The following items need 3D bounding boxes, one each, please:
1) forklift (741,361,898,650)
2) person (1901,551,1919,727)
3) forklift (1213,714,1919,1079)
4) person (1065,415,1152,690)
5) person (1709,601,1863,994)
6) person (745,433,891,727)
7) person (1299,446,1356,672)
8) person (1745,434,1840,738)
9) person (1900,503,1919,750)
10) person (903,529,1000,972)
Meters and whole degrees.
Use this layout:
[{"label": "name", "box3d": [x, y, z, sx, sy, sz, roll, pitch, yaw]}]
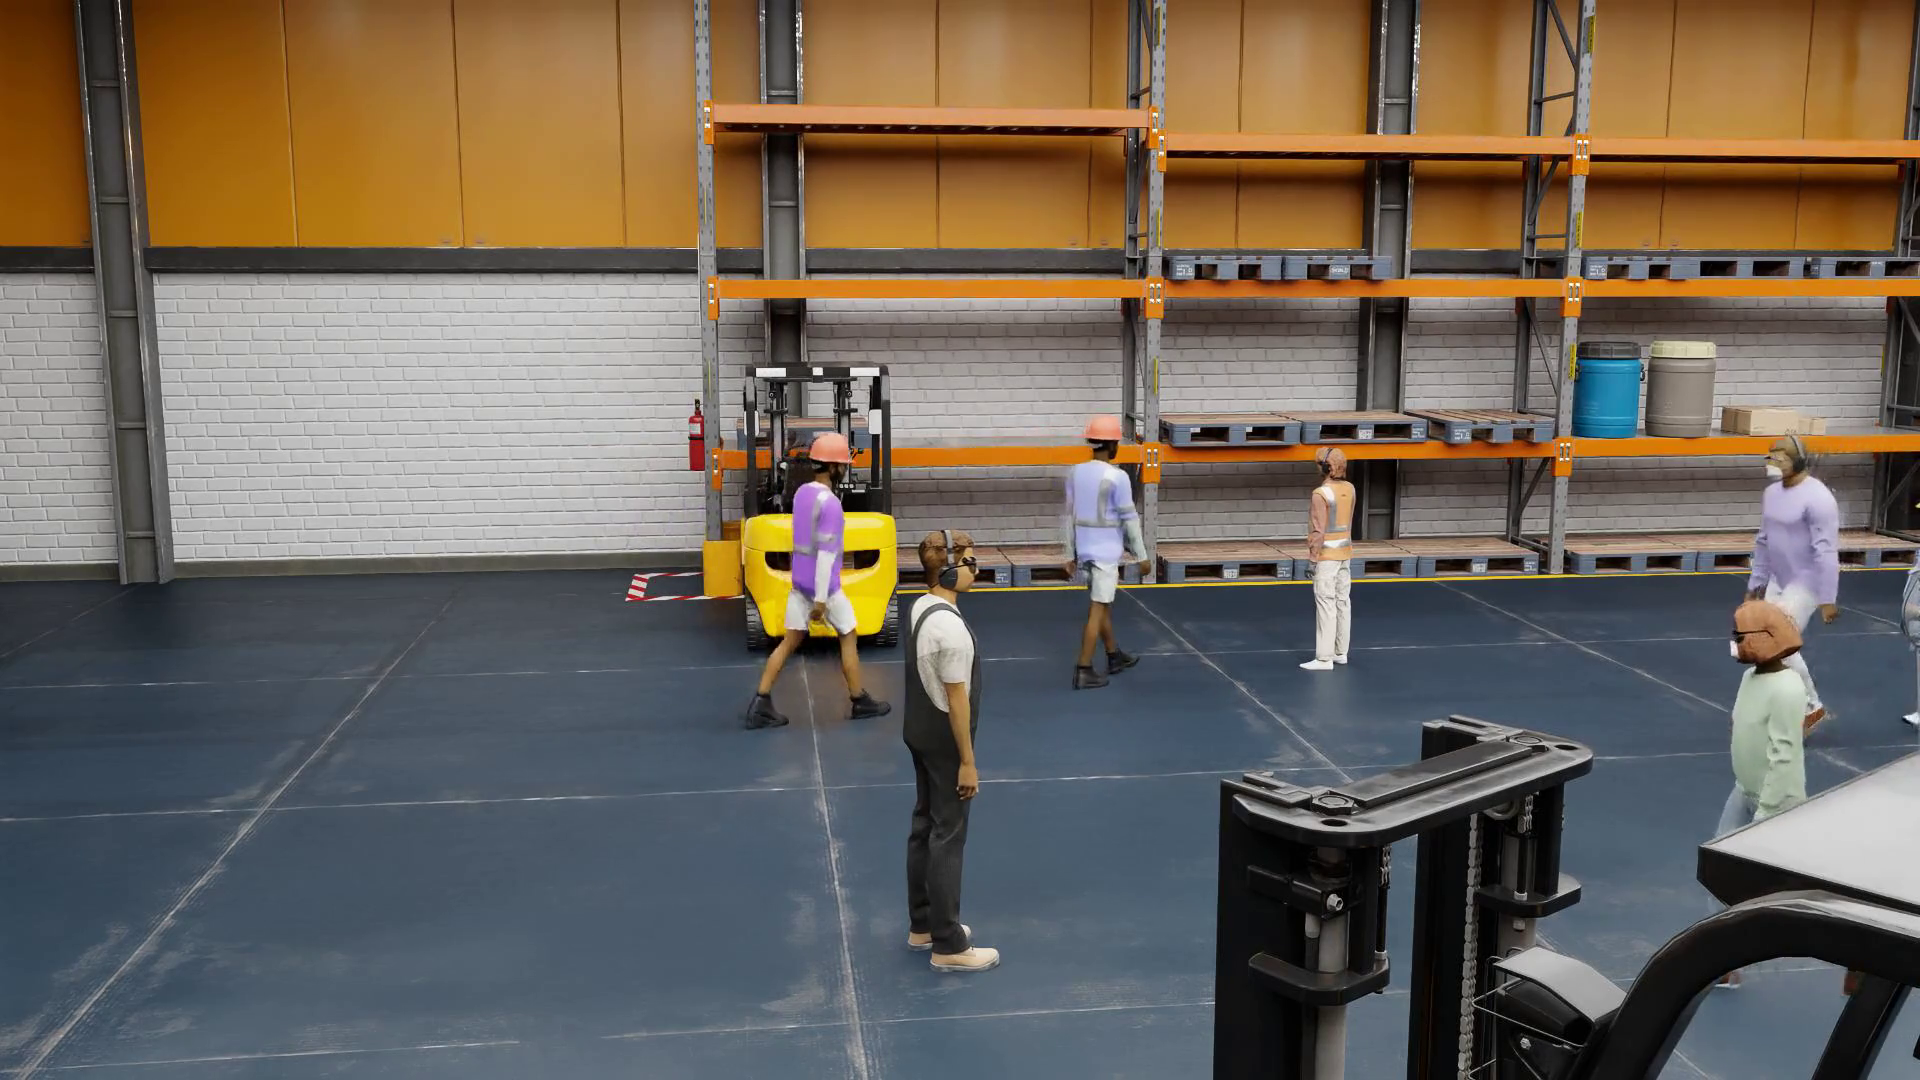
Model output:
[{"label": "forklift", "box3d": [-1.154, -0.340, 13.365, 1.214, 2.155, 2.313, -1, 9, -7]}, {"label": "person", "box3d": [6.246, 0.407, 10.536, 0.838, 1.593, 0.538, -3, 10, -20]}, {"label": "forklift", "box3d": [1.441, 1.425, 2.350, 1.214, 2.155, 2.313, -7, 12, -39]}, {"label": "person", "box3d": [1.088, 0.076, 11.681, 0.829, 1.907, 0.558, -7, 11, -37]}, {"label": "person", "box3d": [3.285, 1.035, 6.632, 0.756, 1.597, 0.503, 0, 9, 1]}, {"label": "person", "box3d": [-0.938, 0.262, 10.595, 0.982, 1.893, 0.551, -6, 11, -34]}, {"label": "person", "box3d": [2.689, 0.138, 12.103, 0.309, 1.641, 0.514, 8, 12, 41]}, {"label": "person", "box3d": [5.095, 0.308, 10.196, 0.461, 1.917, 0.693, -1, 9, -3]}, {"label": "person", "box3d": [5.255, 0.561, 8.896, 0.403, 1.828, 0.596, 2, 9, 12]}, {"label": "person", "box3d": [-0.057, 0.867, 6.923, 0.345, 1.846, 0.507, -4, 10, -22]}]
